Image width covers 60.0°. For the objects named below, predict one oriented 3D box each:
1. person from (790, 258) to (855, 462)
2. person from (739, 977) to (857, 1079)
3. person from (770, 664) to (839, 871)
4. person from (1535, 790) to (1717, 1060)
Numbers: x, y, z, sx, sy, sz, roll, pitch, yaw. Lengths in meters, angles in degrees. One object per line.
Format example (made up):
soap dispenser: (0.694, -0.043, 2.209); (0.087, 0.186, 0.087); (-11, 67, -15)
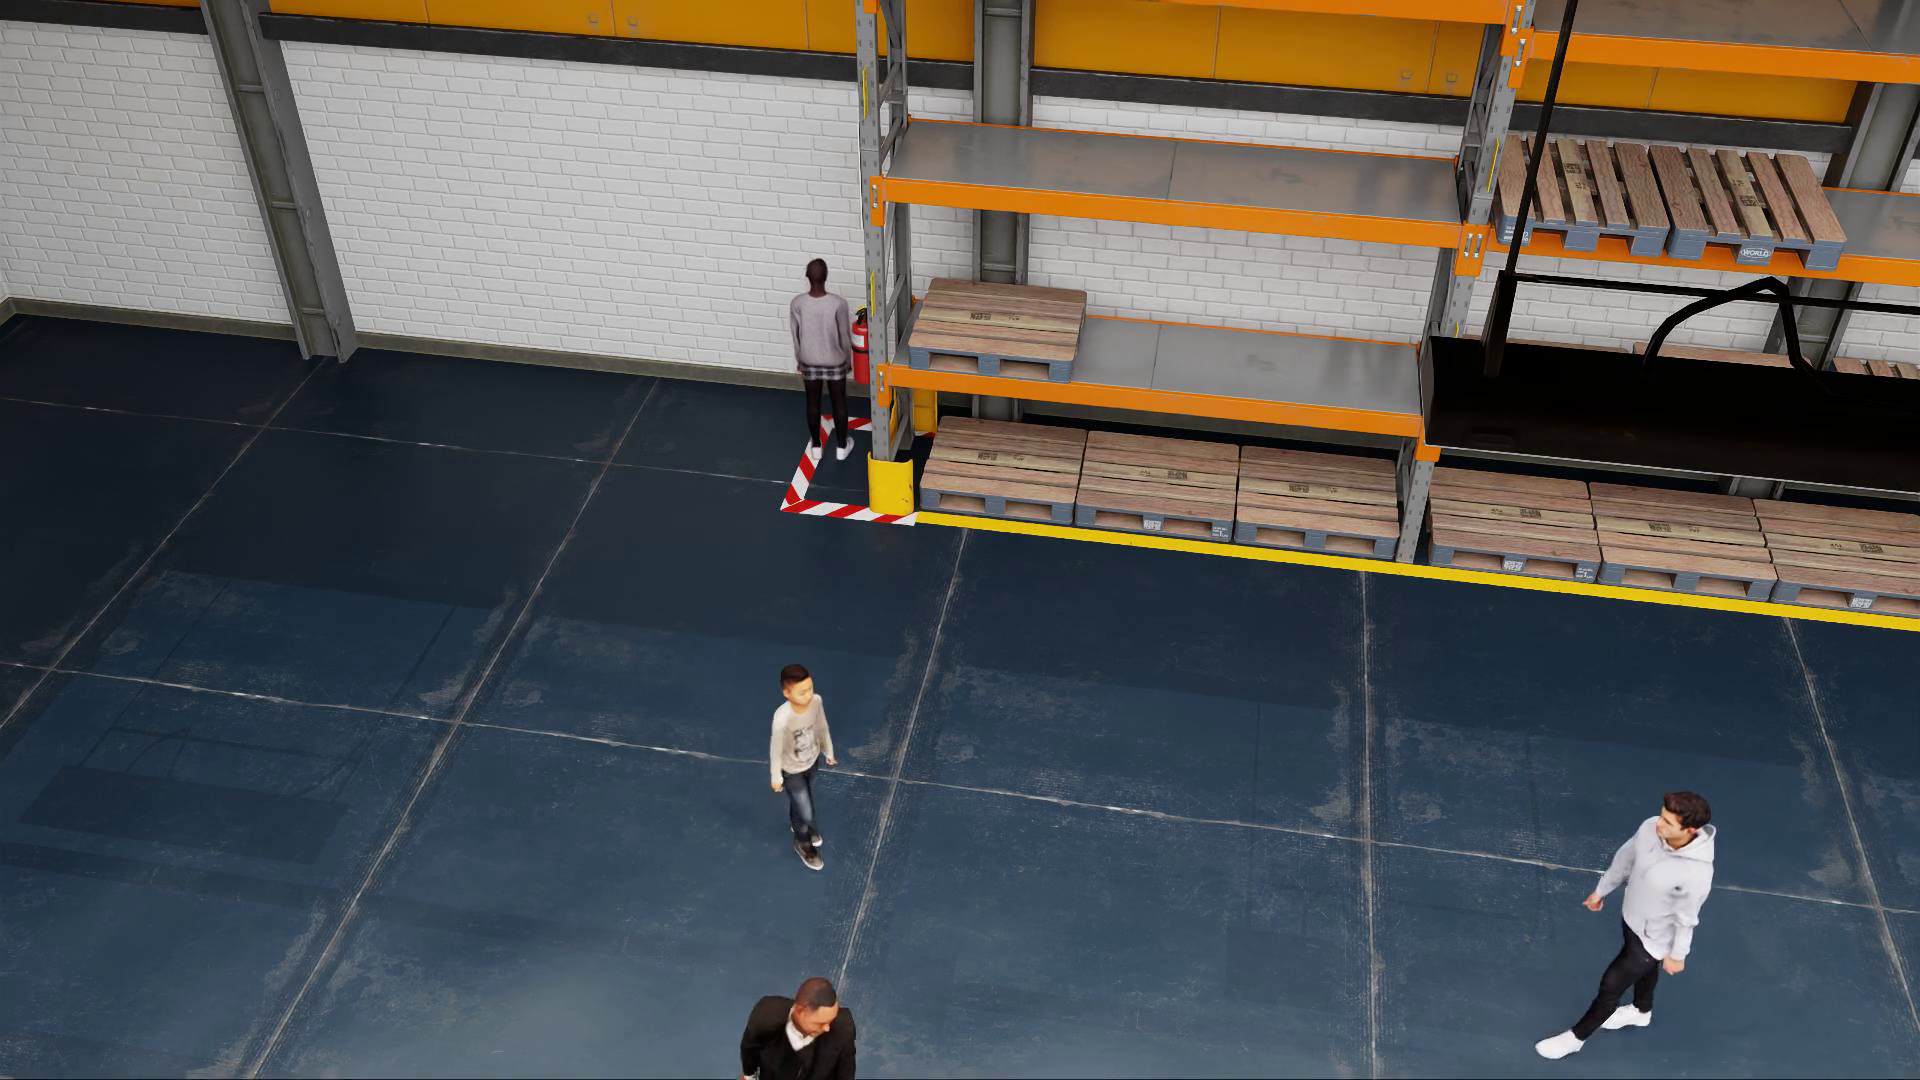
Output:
person: (-1.076, -1.409, 13.024); (0.488, 1.771, 0.695); (2, 39, 3)
person: (-0.803, 2.596, 7.922); (0.533, 1.880, 0.950); (14, 41, 17)
person: (-1.010, 1.288, 9.901); (0.740, 1.454, 0.695); (26, 45, 29)
person: (3.691, 1.986, 8.671); (1.105, 1.899, 0.916); (-6, 39, -8)
